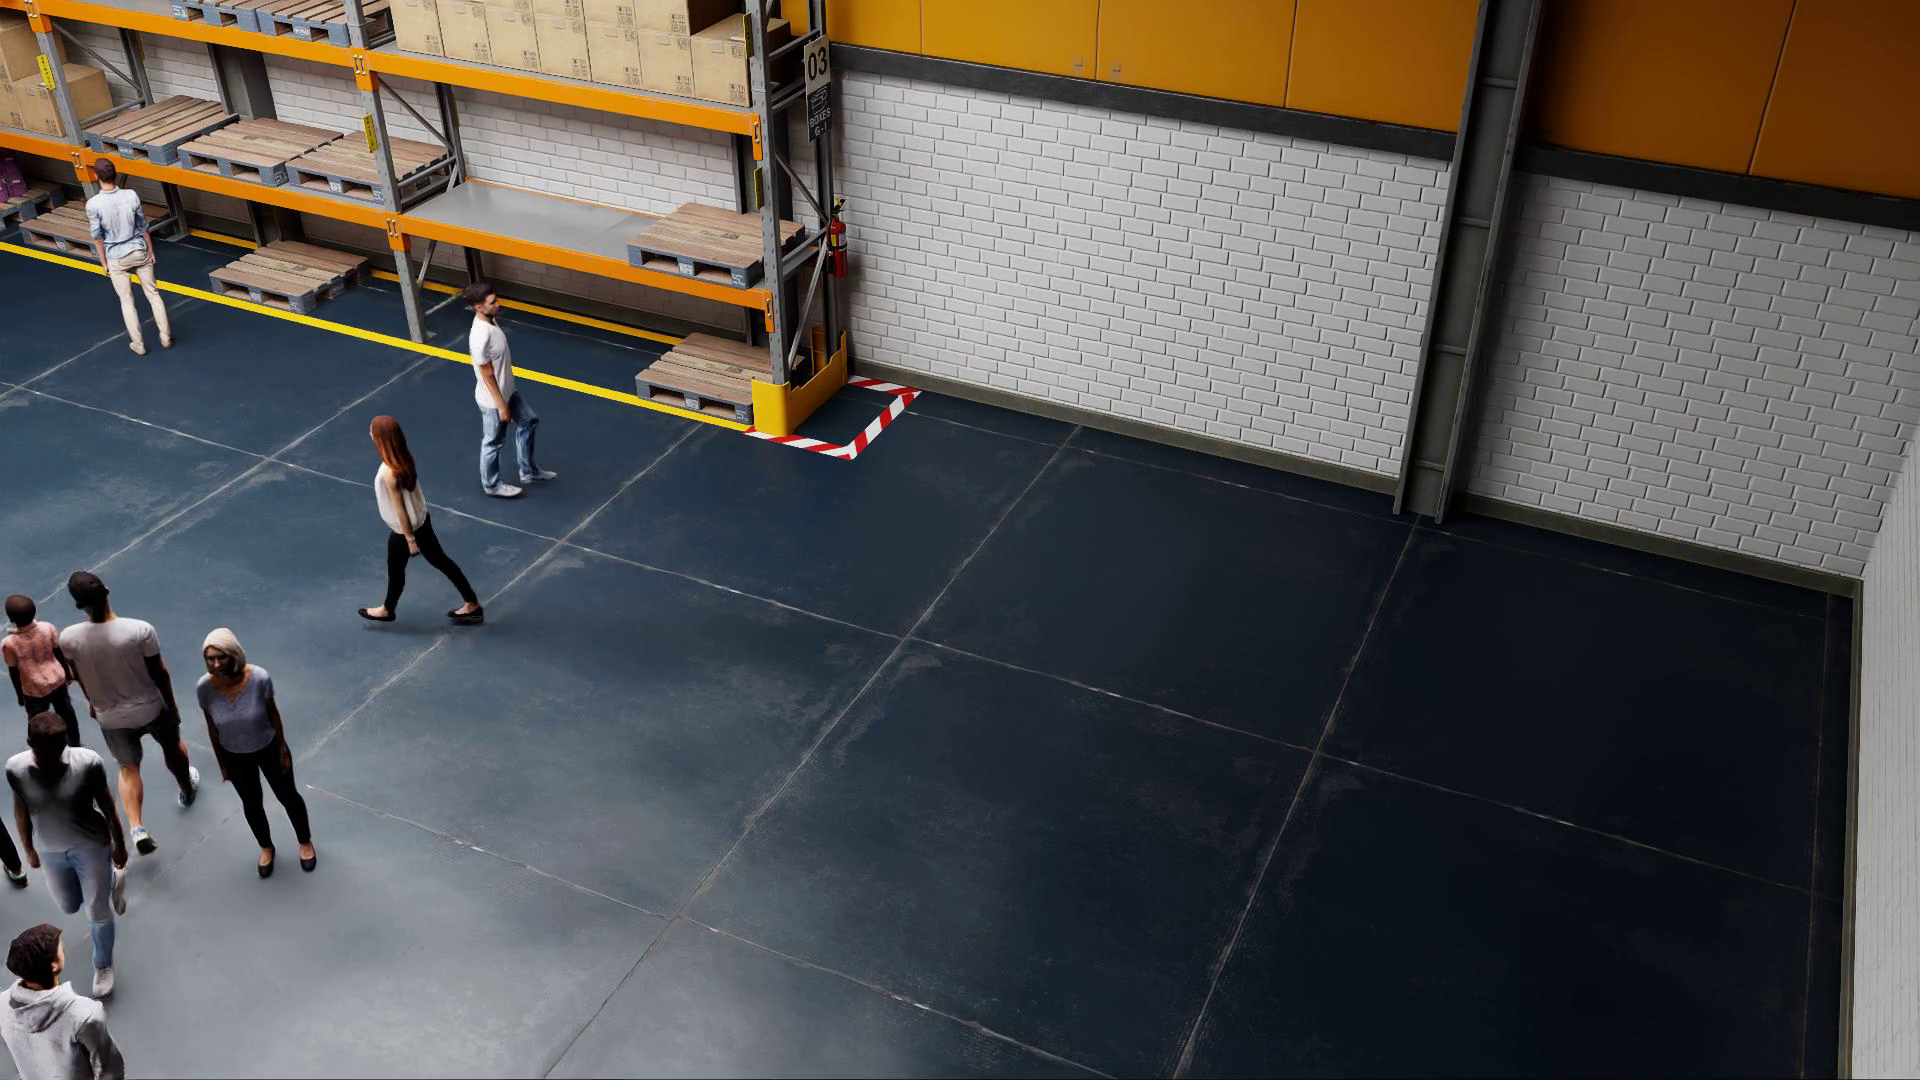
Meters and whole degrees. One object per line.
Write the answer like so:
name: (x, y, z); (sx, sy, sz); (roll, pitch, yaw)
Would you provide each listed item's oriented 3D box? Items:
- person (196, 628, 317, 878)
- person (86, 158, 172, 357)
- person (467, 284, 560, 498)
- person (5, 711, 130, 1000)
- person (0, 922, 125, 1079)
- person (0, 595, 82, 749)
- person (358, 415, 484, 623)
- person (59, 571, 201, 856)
person: (-4.089, 1.211, 9.627); (0.616, 1.722, 0.696); (-8, 34, -11)
person: (-7.625, -2.595, 15.236); (0.733, 1.850, 0.721); (-24, 41, -32)
person: (-3.732, -1.157, 13.081); (0.960, 1.842, 0.872); (-1, 34, -1)
person: (-4.732, 1.594, 8.963); (1.051, 1.818, 1.060); (-3, 34, -5)
person: (-3.985, 2.582, 7.416); (1.155, 1.885, 1.012); (2, 34, 3)
person: (-5.736, 0.913, 10.452); (0.663, 1.305, 0.580); (23, 40, 30)
person: (-3.753, -0.091, 11.629); (1.181, 1.673, 0.884); (2, 34, 3)
person: (-4.914, 1.043, 9.791); (1.135, 1.820, 1.173); (-9, 35, -13)
